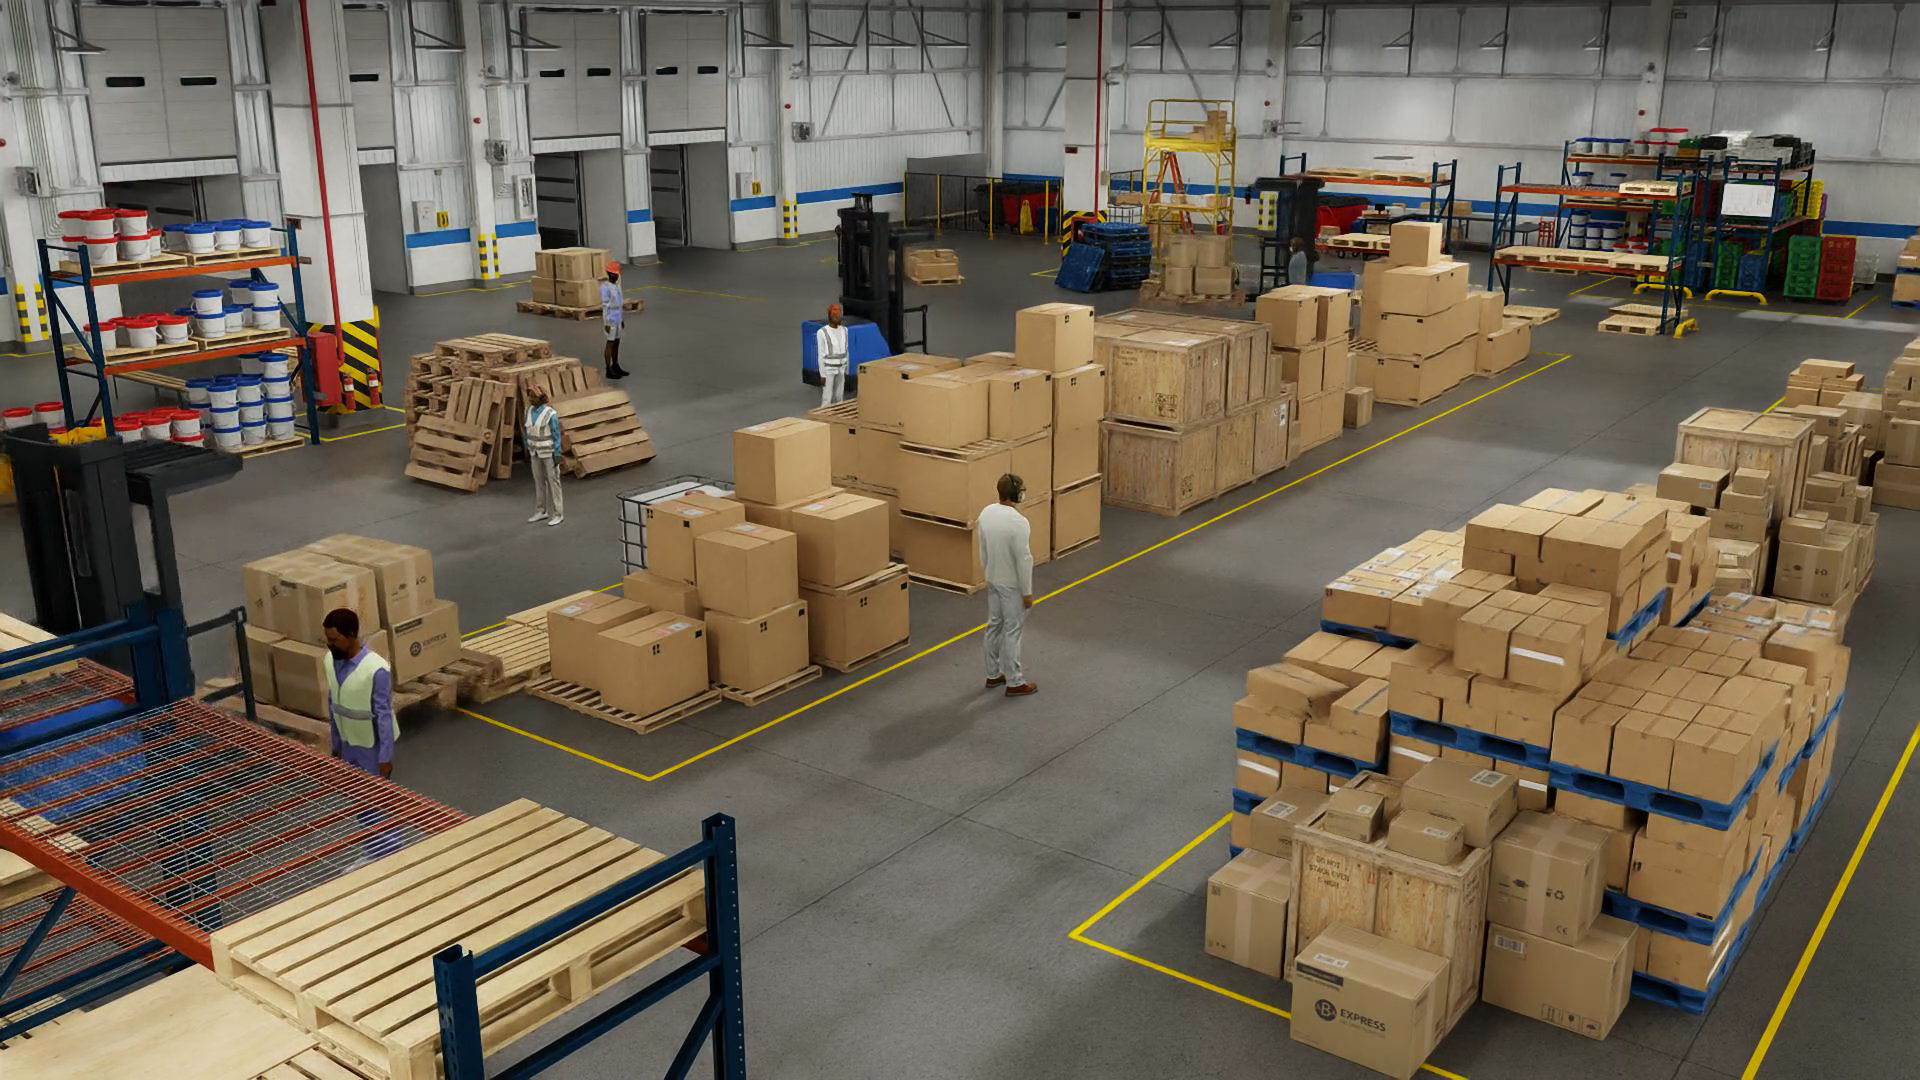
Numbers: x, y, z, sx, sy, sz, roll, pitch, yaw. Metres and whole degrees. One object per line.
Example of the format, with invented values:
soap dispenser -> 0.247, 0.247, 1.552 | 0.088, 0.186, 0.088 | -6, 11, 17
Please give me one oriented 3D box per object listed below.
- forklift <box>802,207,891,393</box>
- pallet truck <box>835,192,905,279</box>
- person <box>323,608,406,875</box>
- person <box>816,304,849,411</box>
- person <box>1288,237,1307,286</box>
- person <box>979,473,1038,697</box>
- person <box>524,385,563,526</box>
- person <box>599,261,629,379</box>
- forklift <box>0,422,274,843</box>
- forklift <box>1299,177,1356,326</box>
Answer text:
forklift -> -1.538, -3.894, 26.667 | 1.873, 2.768, 1.129 | -14, 22, -39
pallet truck -> -1.936, -7.159, 38.982 | 1.885, 1.965, 0.823 | -12, 21, -34
person -> -3.925, 1.344, 10.986 | 0.602, 1.909, 0.385 | 11, 20, 33
person -> -1.766, -2.364, 23.322 | 0.351, 1.878, 0.569 | 15, 22, 41
person -> 6.200, -4.630, 30.721 | 0.372, 1.934, 0.627 | 2, 17, 7
person -> 0.408, 0.372, 14.145 | 0.372, 1.940, 0.627 | -12, 20, -34
person -> -4.792, -0.980, 19.132 | 0.516, 1.640, 0.314 | 10, 20, 30
person -> -5.686, -3.630, 27.412 | 0.382, 1.930, 0.547 | 5, 18, 16
forklift -> -6.192, 0.591, 11.818 | 1.129, 2.768, 1.873 | 9, 19, 28
forklift -> 6.753, -5.603, 32.328 | 1.873, 2.768, 1.129 | 3, 17, 10
